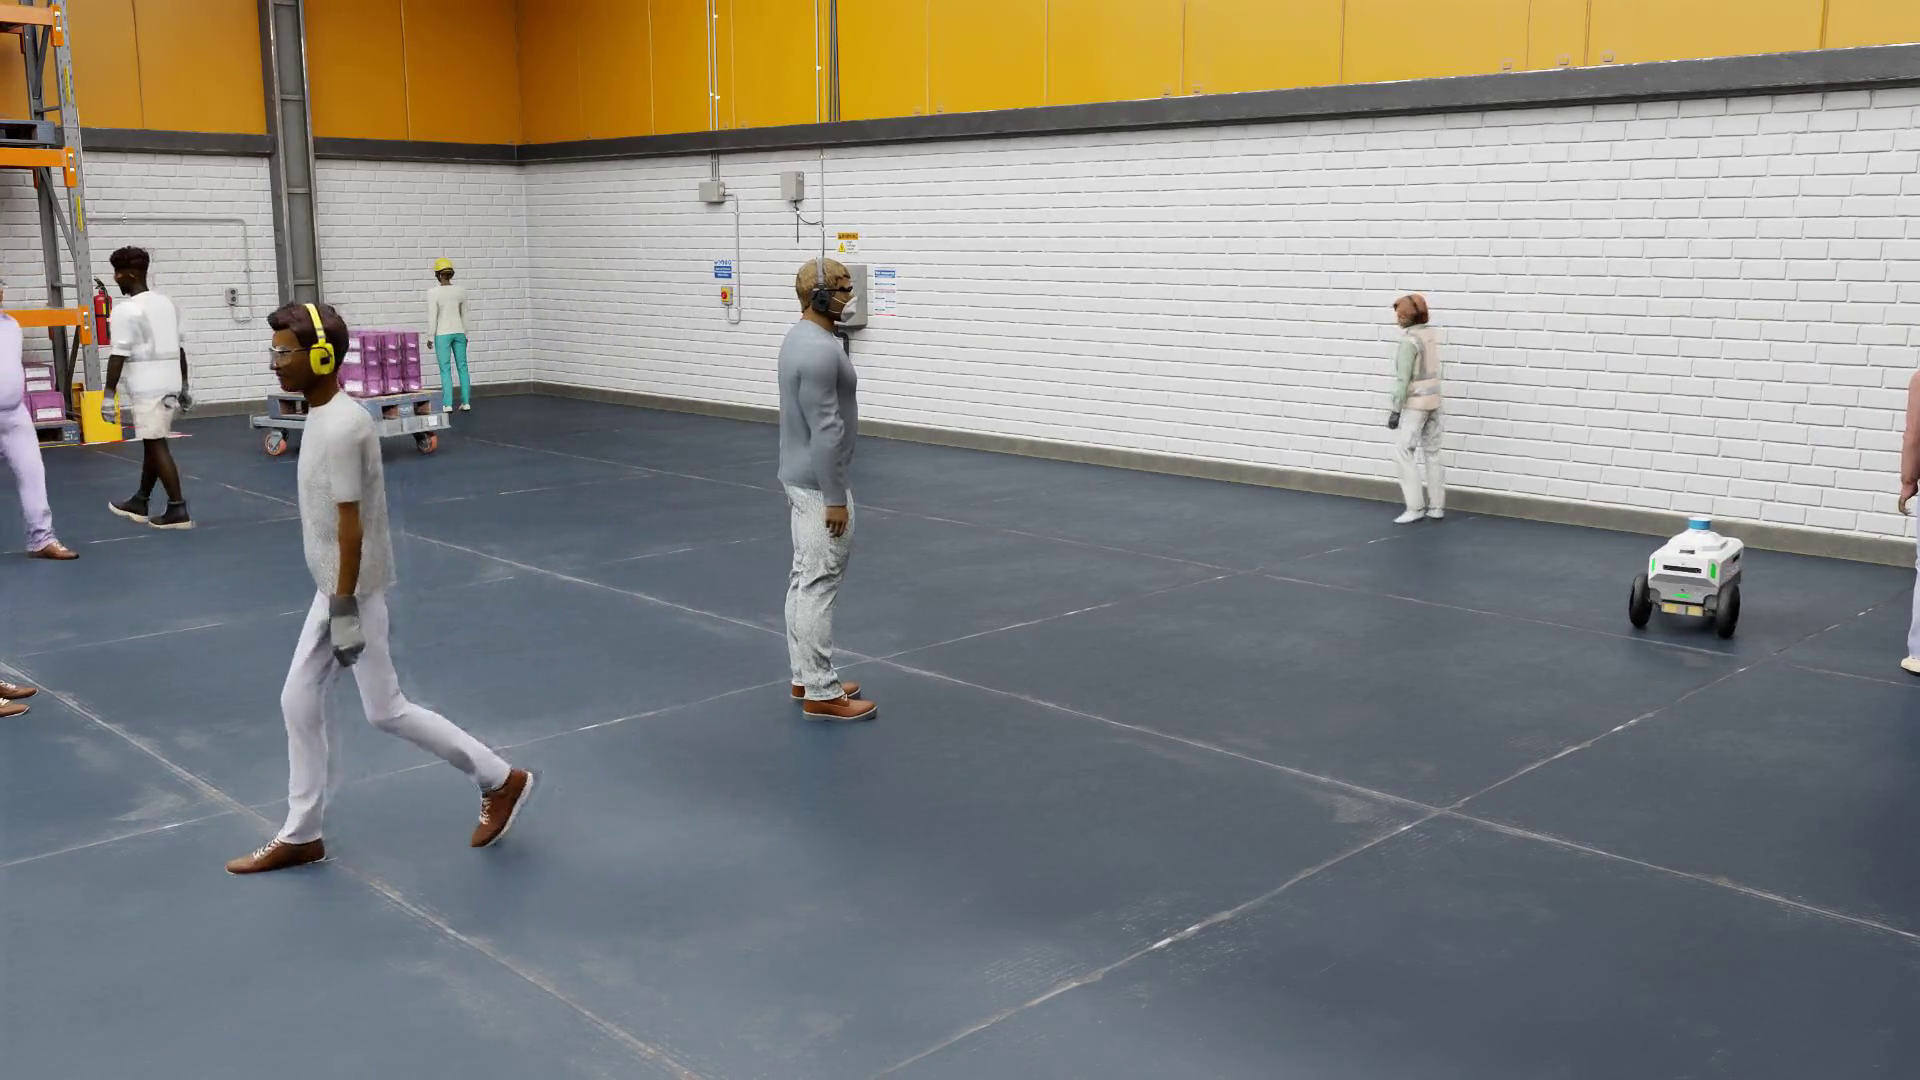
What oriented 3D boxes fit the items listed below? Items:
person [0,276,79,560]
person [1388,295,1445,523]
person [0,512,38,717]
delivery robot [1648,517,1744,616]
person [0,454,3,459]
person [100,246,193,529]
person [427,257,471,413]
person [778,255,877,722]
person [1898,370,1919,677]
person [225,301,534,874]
[{"bbox_3d":[-6.066,-0.787,10.322,0.950,1.867,0.640,4,11,19],"label":"person"},{"bbox_3d":[3.246,-0.918,11.738,0.380,1.612,0.579,7,13,35],"label":"person"},{"bbox_3d":[-4.180,-0.187,7.030,0.329,1.873,0.514,-4,11,-20],"label":"person"},{"bbox_3d":[3.840,0.124,8.664,0.477,0.478,0.707,7,13,34],"label":"delivery robot"},{"bbox_3d":[-8.855,-1.523,14.515,0.949,1.801,0.637,-8,13,-37],"label":"person"},{"bbox_3d":[-5.703,-1.038,11.460,0.792,1.938,0.636,2,11,10],"label":"person"},{"bbox_3d":[-5.850,-2.332,19.010,0.316,1.769,0.523,9,14,40],"label":"person"},{"bbox_3d":[-0.575,-0.213,6.987,0.372,1.940,0.632,-3,11,-14],"label":"person"},{"bbox_3d":[4.572,-0.233,7.575,0.524,1.764,0.329,6,12,30],"label":"person"},{"bbox_3d":[-1.877,0.153,5.312,0.898,1.834,0.519,-6,12,-28],"label":"person"}]
